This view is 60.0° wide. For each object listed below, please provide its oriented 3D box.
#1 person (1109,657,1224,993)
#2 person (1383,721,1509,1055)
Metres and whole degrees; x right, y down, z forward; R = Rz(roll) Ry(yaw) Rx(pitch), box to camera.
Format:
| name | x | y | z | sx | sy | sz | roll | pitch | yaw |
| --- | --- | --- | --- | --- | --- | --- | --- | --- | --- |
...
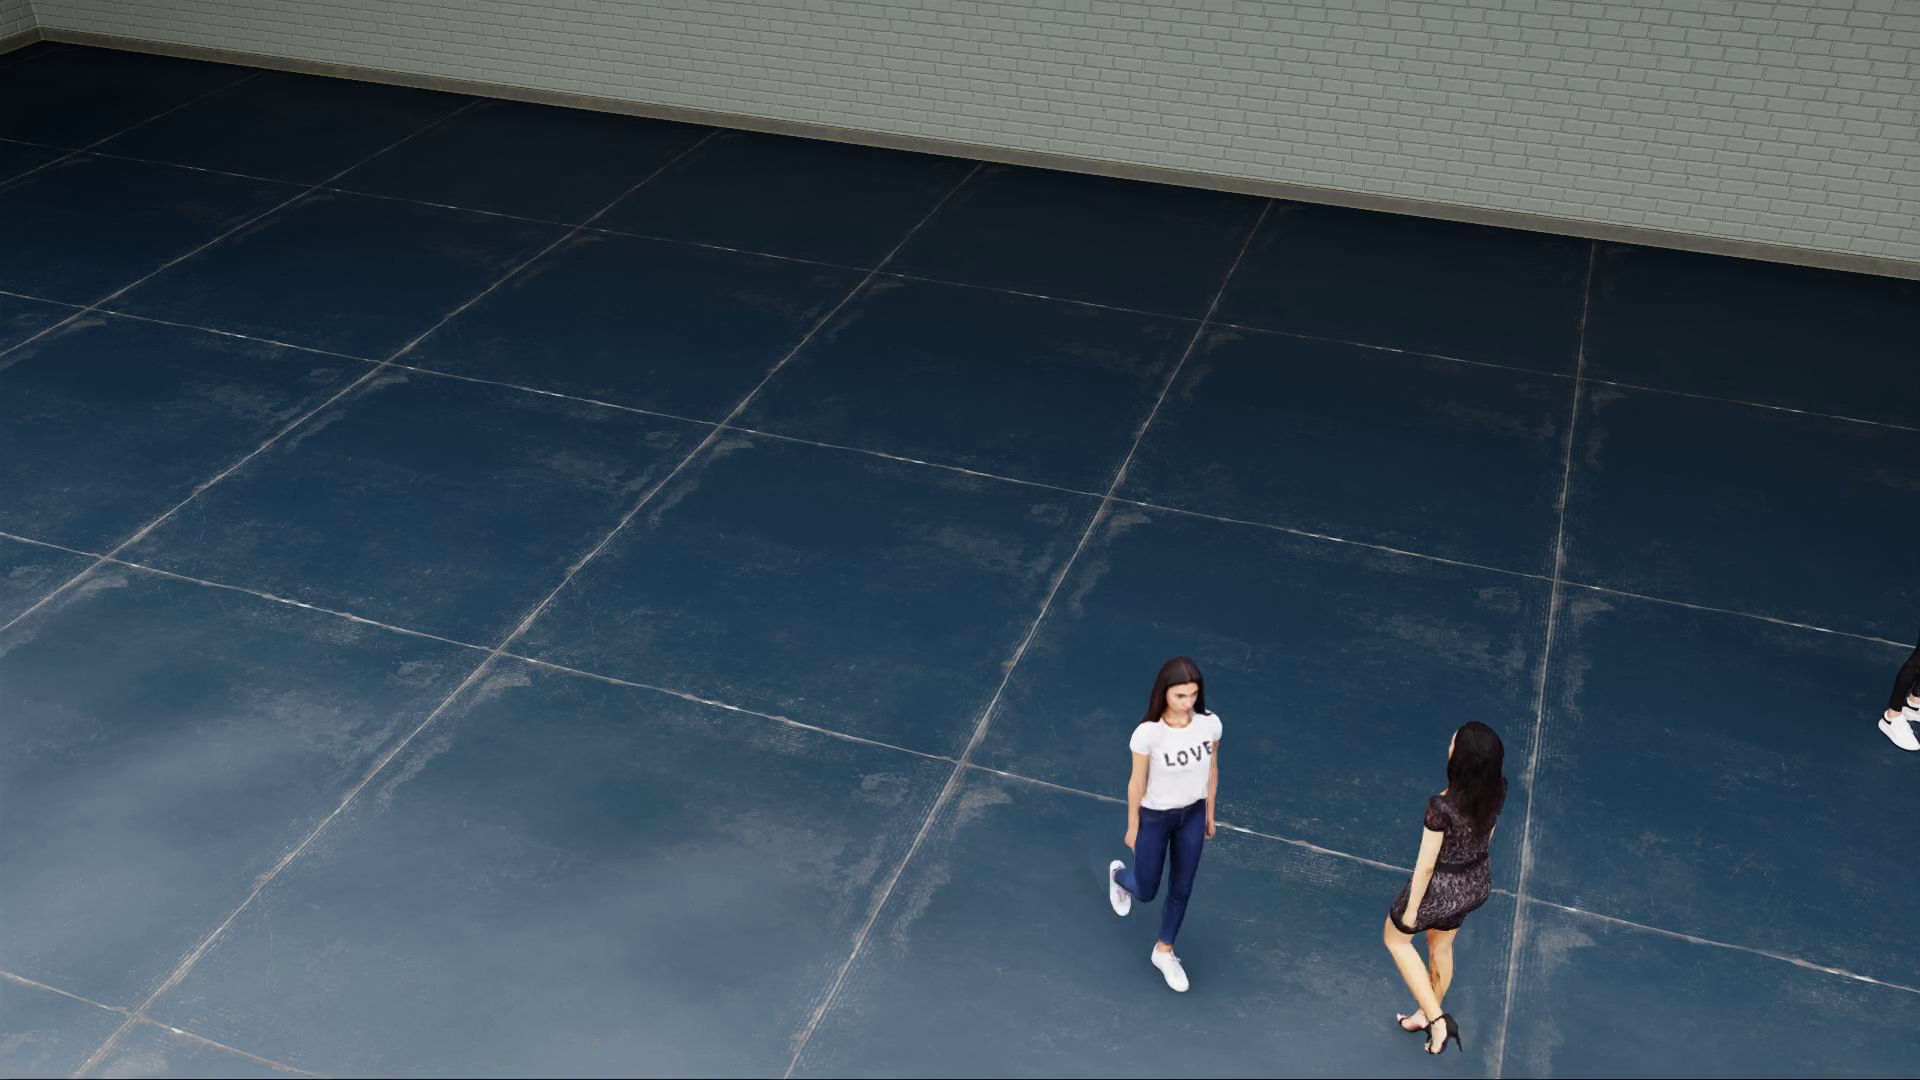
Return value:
| name | x | y | z | sx | sy | sz | roll | pitch | yaw |
| --- | --- | --- | --- | --- | --- | --- | --- | --- | --- |
| person | 0.920 | 1.243 | 7.609 | 0.904 | 1.758 | 0.987 | -12 | 35 | -18 |
| person | 2.133 | 1.572 | 7.090 | 0.812 | 1.772 | 0.872 | -19 | 37 | -26 |
